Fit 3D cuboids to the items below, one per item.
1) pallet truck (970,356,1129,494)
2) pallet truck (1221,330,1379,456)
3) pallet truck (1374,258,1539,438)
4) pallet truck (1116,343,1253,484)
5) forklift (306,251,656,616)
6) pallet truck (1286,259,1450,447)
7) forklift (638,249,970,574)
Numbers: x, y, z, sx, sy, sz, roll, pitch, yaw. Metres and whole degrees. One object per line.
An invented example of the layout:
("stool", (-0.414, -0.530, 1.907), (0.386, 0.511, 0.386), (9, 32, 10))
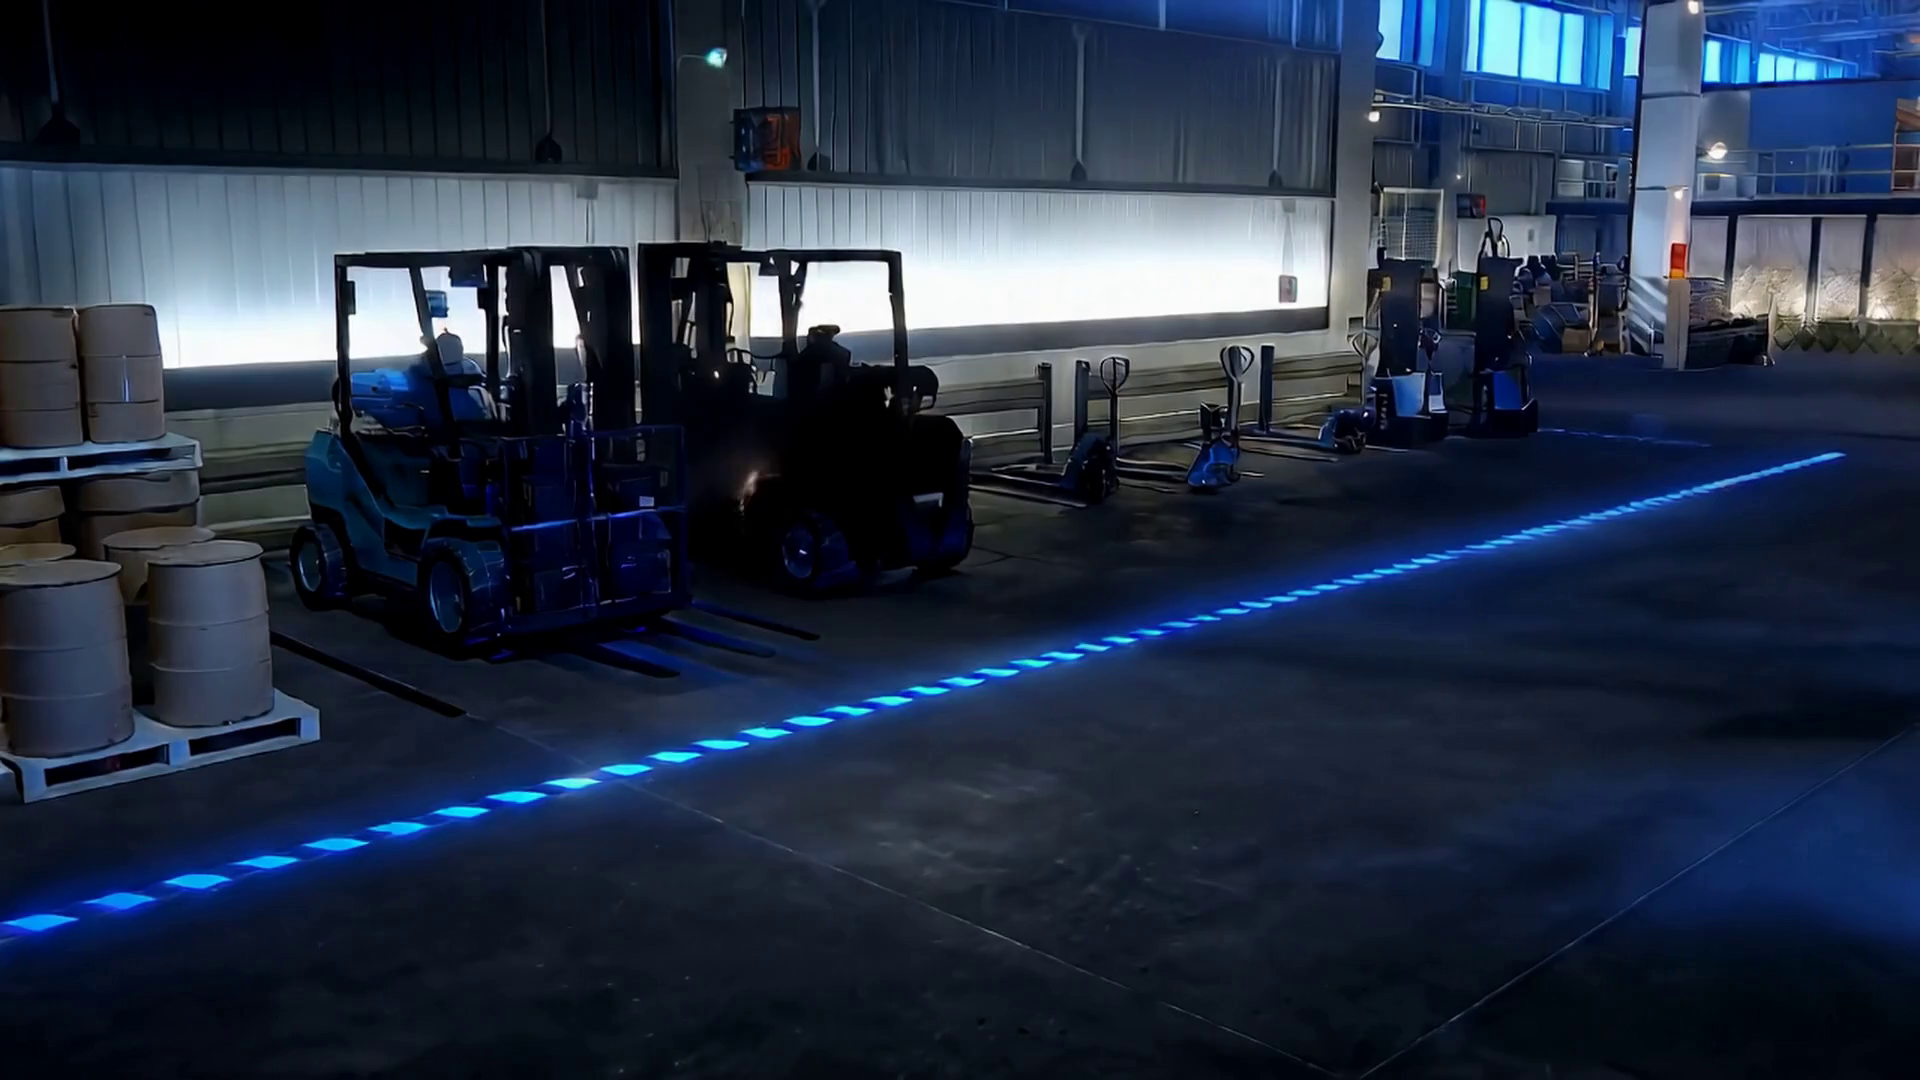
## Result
("pallet truck", (0.784, -1.085, 14.876), (0.680, 1.201, 1.601), (-10, 14, -44))
("pallet truck", (3.563, -1.581, 17.381), (0.653, 1.274, 1.630), (-10, 14, -44))
("pallet truck", (5.704, -2.208, 18.901), (1.885, 1.965, 0.823), (10, 14, 43))
("pallet truck", (1.962, -1.215, 15.415), (1.522, 1.261, 0.704), (10, 14, 43))
("forklift", (-2.833, -0.669, 9.694), (1.157, 1.987, 2.680), (-10, 14, -44))
("pallet truck", (4.493, -2.078, 18.196), (0.823, 1.965, 1.885), (-9, 14, -40))
("forklift", (-1.173, -0.958, 11.239), (2.680, 1.987, 1.157), (10, 14, 43))
